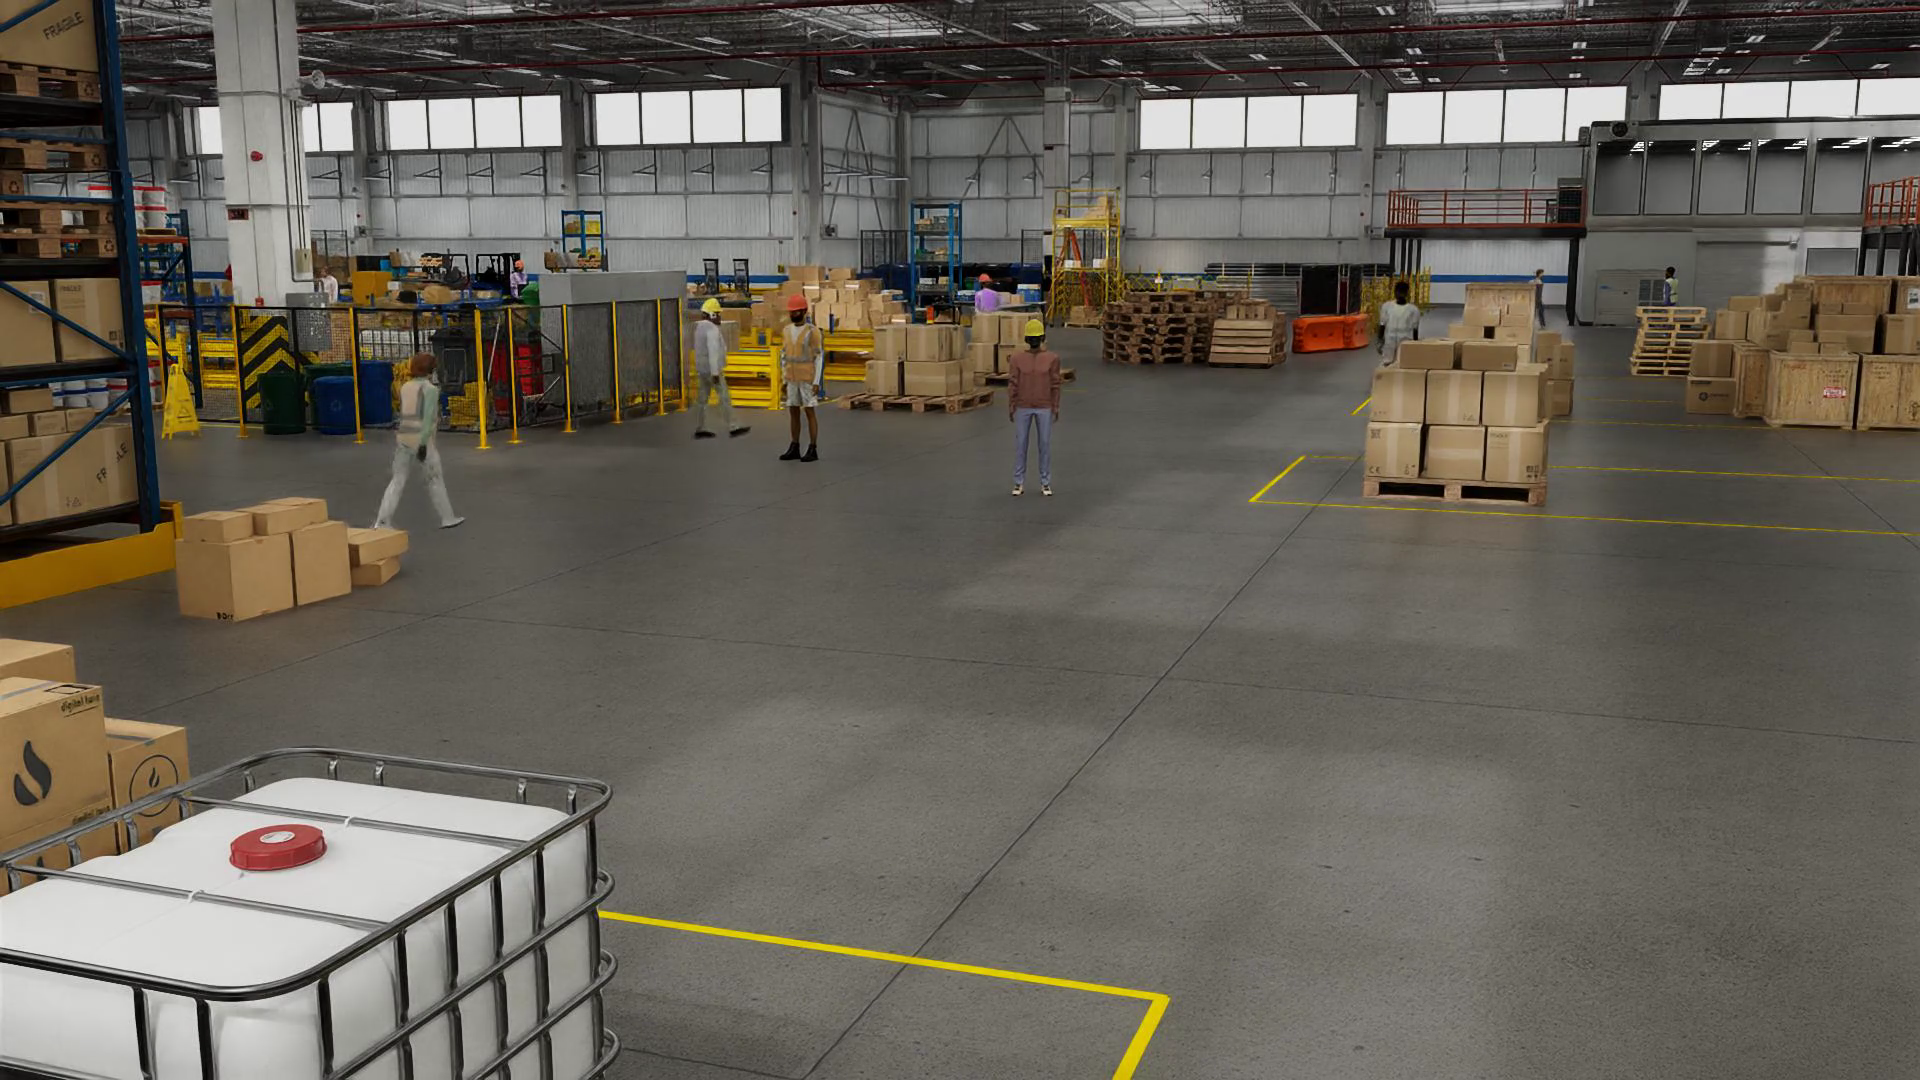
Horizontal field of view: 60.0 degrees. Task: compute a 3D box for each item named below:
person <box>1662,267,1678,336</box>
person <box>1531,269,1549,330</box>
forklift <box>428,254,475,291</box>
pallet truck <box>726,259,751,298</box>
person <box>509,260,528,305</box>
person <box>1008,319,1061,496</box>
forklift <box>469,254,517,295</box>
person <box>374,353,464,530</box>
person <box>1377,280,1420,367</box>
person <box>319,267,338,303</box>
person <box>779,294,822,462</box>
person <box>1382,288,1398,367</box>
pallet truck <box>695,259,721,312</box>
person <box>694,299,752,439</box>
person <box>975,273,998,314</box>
[{"bbox_3d":[18.955,-6.330,44.433,0.391,1.919,0.590,9,13,41],"label":"person"},{"bbox_3d":[17.039,-7.142,49.370,0.517,1.806,0.976,-7,12,-35],"label":"person"},{"bbox_3d":[-20.133,-10.254,65.465,1.157,1.987,2.680,3,11,19],"label":"forklift"},{"bbox_3d":[-7.986,-9.493,62.019,0.823,1.965,1.885,3,11,17],"label":"pallet truck"},{"bbox_3d":[-12.854,-7.139,48.634,0.377,2.045,0.605,7,12,36],"label":"person"},{"bbox_3d":[0.740,-1.317,16.630,0.530,1.768,0.312,0,10,1],"label":"person"},{"bbox_3d":[-17.990,-10.121,64.684,1.157,1.987,2.680,3,11,17],"label":"forklift"},{"bbox_3d":[-4.750,-0.829,14.432,0.521,1.568,0.928,6,12,31],"label":"person"},{"bbox_3d":[7.002,-3.169,26.541,0.638,1.950,0.645,5,11,25],"label":"person"},{"bbox_3d":[-17.591,-6.642,46.239,0.639,1.902,0.407,5,11,27],"label":"person"},{"bbox_3d":[-1.849,-1.867,19.240,0.547,1.938,0.379,6,12,32],"label":"person"},{"bbox_3d":[7.402,-3.449,28.414,0.515,1.844,0.539,-10,14,-43],"label":"person"},{"bbox_3d":[-9.165,-9.627,62.776,0.823,1.965,1.885,4,11,23],"label":"pallet truck"},{"bbox_3d":[-3.099,-2.208,21.528,0.821,1.801,0.621,-6,12,-30],"label":"person"},{"bbox_3d":[0.522,-4.580,34.584,0.546,1.923,0.393,-5,11,-28],"label":"person"}]
